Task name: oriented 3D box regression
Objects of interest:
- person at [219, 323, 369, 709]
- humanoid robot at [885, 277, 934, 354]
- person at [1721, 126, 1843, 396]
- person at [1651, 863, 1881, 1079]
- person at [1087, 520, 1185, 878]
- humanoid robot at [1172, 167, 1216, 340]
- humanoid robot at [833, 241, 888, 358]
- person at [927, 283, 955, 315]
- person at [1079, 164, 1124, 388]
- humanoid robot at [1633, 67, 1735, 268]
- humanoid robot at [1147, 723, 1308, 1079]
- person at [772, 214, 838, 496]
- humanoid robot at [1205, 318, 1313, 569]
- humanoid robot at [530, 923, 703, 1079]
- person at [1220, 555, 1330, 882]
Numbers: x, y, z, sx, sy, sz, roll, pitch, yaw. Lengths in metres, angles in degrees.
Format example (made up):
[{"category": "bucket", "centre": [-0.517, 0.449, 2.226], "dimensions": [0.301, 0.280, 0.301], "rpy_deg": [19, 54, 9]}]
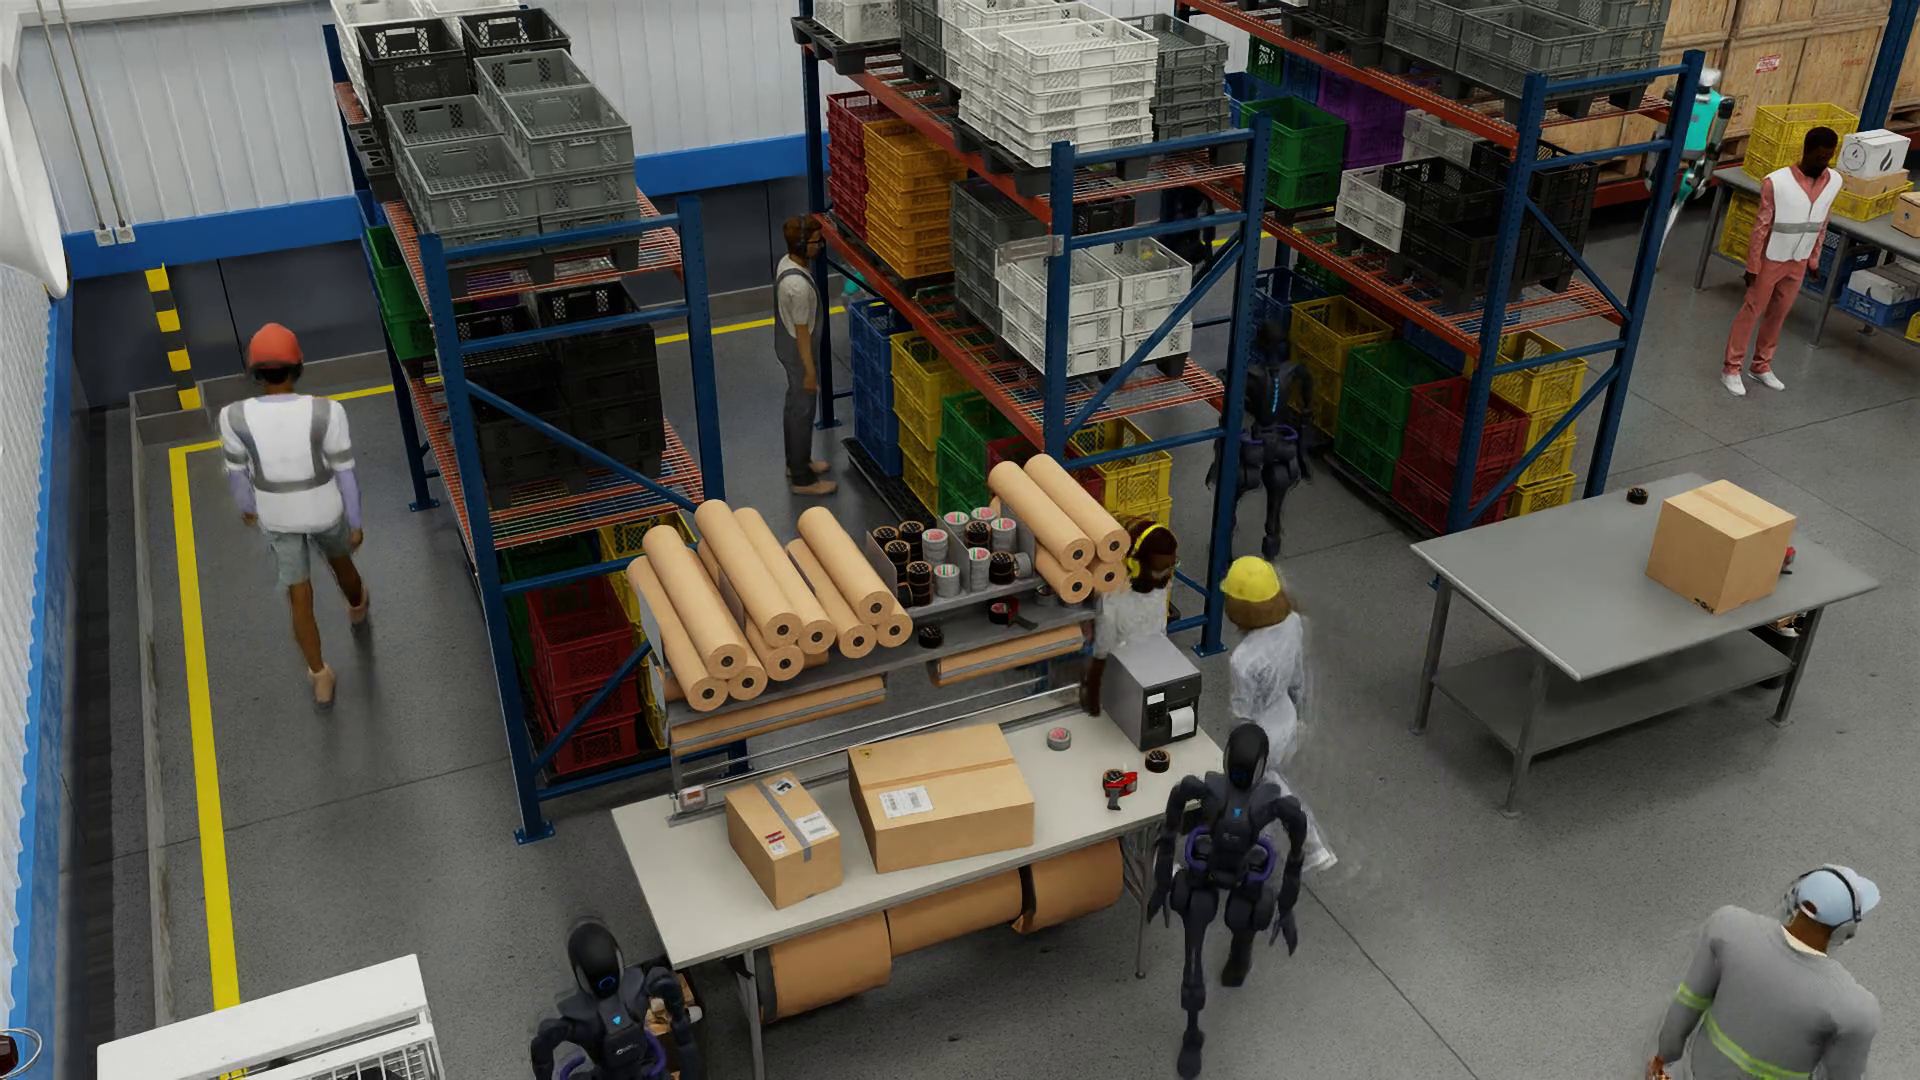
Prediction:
[{"category": "person", "centre": [-3.414, -0.184, 8.635], "dimensions": [0.628, 1.982, 1.065], "rpy_deg": [-9, 33, -15]}, {"category": "humanoid robot", "centre": [-0.265, -1.985, 11.822], "dimensions": [0.749, 1.803, 0.541], "rpy_deg": [-26, 40, -36]}, {"category": "person", "centre": [5.714, -1.943, 11.557], "dimensions": [0.590, 1.915, 0.393], "rpy_deg": [-8, 32, -12]}, {"category": "person", "centre": [2.638, 1.815, 5.568], "dimensions": [0.980, 1.794, 0.598], "rpy_deg": [-17, 35, -25]}, {"category": "person", "centre": [0.681, 0.664, 7.408], "dimensions": [0.833, 1.830, 0.553], "rpy_deg": [27, 41, 37]}, {"category": "humanoid robot", "centre": [1.667, -2.249, 12.282], "dimensions": [0.439, 1.636, 0.586], "rpy_deg": [-16, 35, -24]}, {"category": "humanoid robot", "centre": [-0.663, -2.189, 12.067], "dimensions": [0.653, 1.746, 0.531], "rpy_deg": [12, 34, 19]}, {"category": "person", "centre": [-0.029, -1.988, 11.711], "dimensions": [0.627, 1.835, 0.432], "rpy_deg": [26, 40, 36]}, {"category": "person", "centre": [0.897, -1.897, 11.643], "dimensions": [0.577, 1.730, 0.410], "rpy_deg": [-10, 33, -15]}, {"category": "humanoid robot", "centre": [5.818, -2.956, 13.465], "dimensions": [0.547, 1.858, 0.782], "rpy_deg": [12, 34, 19]}, {"category": "humanoid robot", "centre": [1.053, 1.320, 6.521], "dimensions": [0.602, 1.645, 0.693], "rpy_deg": [8, 32, 13]}, {"category": "person", "centre": [-0.976, -1.134, 10.317], "dimensions": [0.329, 1.842, 0.504], "rpy_deg": [-8, 33, -13]}, {"category": "humanoid robot", "centre": [1.697, -0.502, 9.453], "dimensions": [0.612, 1.636, 0.657], "rpy_deg": [-6, 32, -10]}, {"category": "humanoid robot", "centre": [-1.081, 1.921, 5.538], "dimensions": [0.585, 1.630, 0.738], "rpy_deg": [-21, 37, -30]}, {"category": "person", "centre": [1.326, 0.839, 7.222], "dimensions": [0.515, 1.719, 0.489], "rpy_deg": [21, 38, 31]}]
